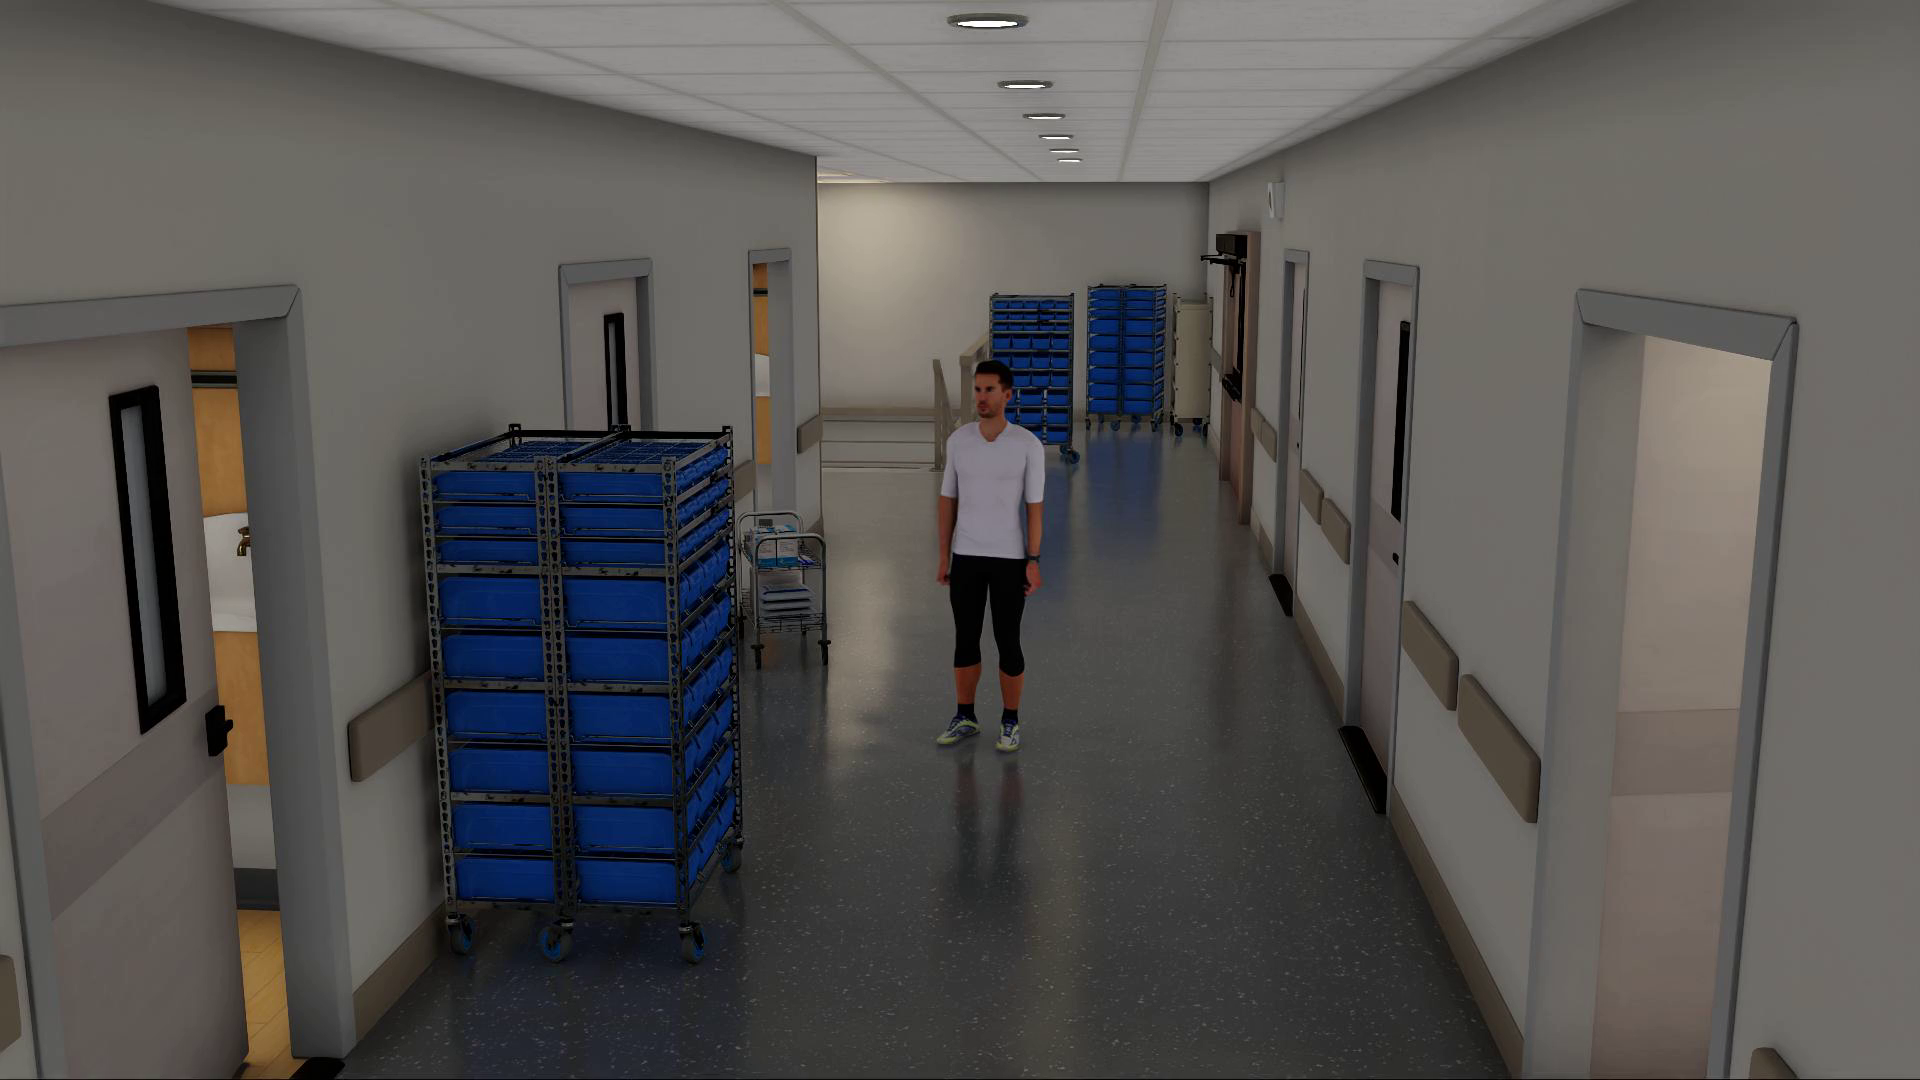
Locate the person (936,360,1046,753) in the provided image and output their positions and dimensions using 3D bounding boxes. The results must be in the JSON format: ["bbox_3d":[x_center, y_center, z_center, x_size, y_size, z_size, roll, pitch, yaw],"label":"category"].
[{"bbox_3d":[0.147,0.065,7.932,0.731,1.851,0.673,4,11,21],"label":"person"}]
